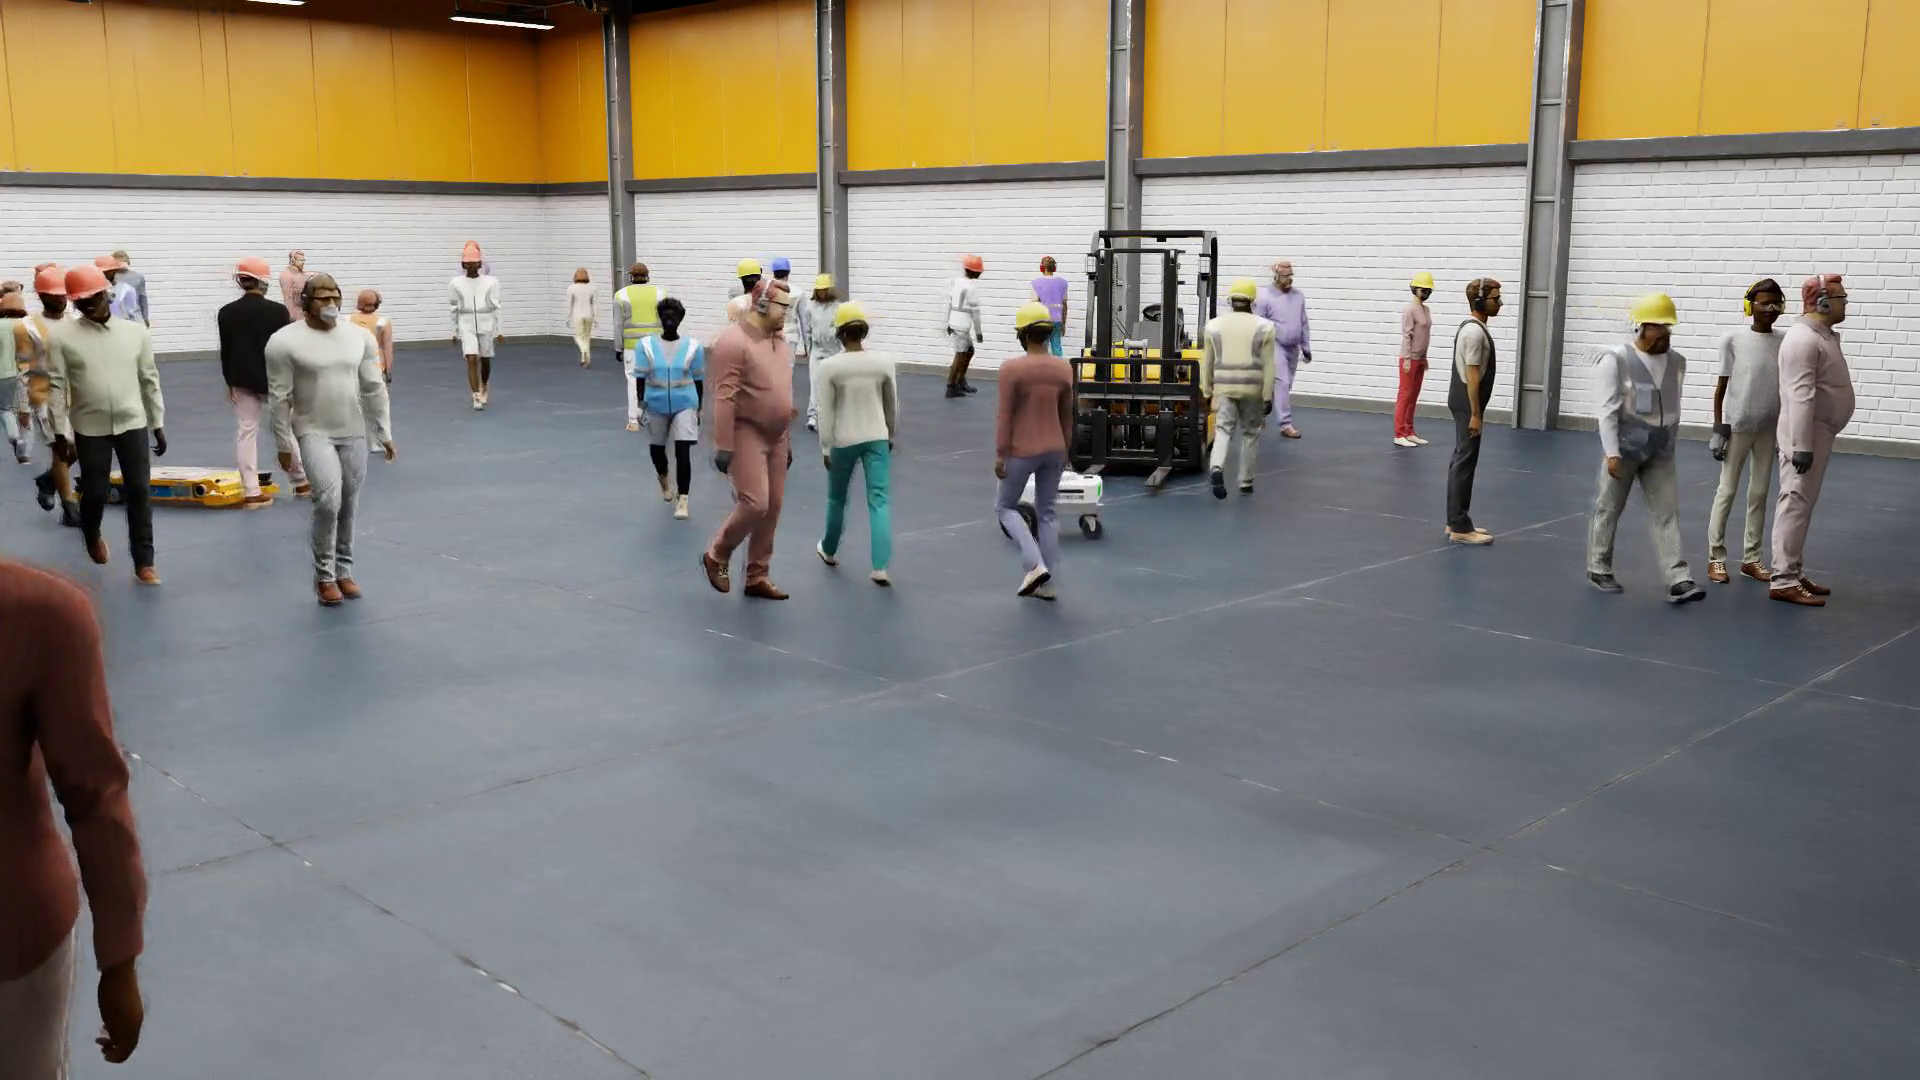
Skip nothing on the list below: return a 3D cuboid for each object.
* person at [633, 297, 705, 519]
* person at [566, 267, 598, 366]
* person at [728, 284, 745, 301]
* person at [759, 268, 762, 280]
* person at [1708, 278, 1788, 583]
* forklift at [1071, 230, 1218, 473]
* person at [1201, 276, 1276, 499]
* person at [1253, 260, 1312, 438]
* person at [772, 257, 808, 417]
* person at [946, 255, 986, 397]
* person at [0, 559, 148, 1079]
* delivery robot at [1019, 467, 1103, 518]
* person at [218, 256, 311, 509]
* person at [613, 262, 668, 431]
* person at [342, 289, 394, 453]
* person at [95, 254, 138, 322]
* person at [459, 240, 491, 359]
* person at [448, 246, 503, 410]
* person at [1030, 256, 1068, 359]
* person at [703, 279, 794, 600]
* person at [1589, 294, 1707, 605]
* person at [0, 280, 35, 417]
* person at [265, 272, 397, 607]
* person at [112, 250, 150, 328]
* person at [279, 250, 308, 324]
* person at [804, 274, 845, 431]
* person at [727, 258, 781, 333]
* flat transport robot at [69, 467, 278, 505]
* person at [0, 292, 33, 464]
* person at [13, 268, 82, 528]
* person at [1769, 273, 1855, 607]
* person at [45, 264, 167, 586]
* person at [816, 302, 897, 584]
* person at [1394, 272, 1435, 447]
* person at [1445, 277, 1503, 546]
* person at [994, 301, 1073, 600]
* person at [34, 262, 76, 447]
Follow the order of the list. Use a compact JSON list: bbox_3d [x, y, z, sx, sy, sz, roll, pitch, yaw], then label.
[{"bbox_3d":[-2.207,-1.025,12.728,0.531,1.673,0.718,-1,10,-5],"label":"person"},{"bbox_3d":[-6.098,-3.602,26.933,0.511,1.614,0.625,-6,12,-28],"label":"person"},{"bbox_3d":[-2.437,-2.327,19.304,0.535,1.868,0.309,-3,11,-17],"label":"person"},{"bbox_3d":[-2.932,-3.102,23.988,0.540,1.698,0.317,-3,11,-15],"label":"person"},{"bbox_3d":[4.880,-0.664,10.231,0.509,1.872,0.329,0,10,-2],"label":"person"},{"bbox_3d":[1.804,-1.825,15.677,1.214,2.155,2.313,2,11,13],"label":"forklift"},{"bbox_3d":[2.233,-1.214,13.399,0.599,1.811,0.746,4,11,20],"label":"person"},{"bbox_3d":[3.381,-2.048,17.787,0.670,1.872,0.878,-6,12,-32],"label":"person"},{"bbox_3d":[-2.044,-2.290,19.072,0.630,1.889,1.012,2,11,12],"label":"person"},{"bbox_3d":[0.074,-2.809,21.915,0.578,1.877,0.640,-4,11,-21],"label":"person"},{"bbox_3d":[-1.666,0.677,2.684,0.643,1.956,0.846,-4,11,-19],"label":"person"},{"bbox_3d":[0.655,-0.342,11.806,0.707,0.478,0.477,0,10,0],"label":"delivery robot"},{"bbox_3d":[-5.502,-1.262,13.228,0.652,1.957,0.942,1,10,5],"label":"person"},{"bbox_3d":[-3.473,-2.108,18.202,0.623,1.839,0.429,-3,11,-18],"label":"person"},{"bbox_3d":[-5.804,-1.634,16.217,0.533,1.612,0.555,0,10,-2],"label":"person"},{"bbox_3d":[-9.907,-2.393,19.540,0.553,1.921,0.667,-1,10,-7],"label":"person"},{"bbox_3d":[-8.368,-4.132,28.671,0.376,2.044,0.607,8,13,37],"label":"person"},{"bbox_3d":[-5.995,-2.635,20.611,0.618,2.011,0.957,-3,11,-18],"label":"person"},{"bbox_3d":[1.216,-2.956,22.792,0.566,1.846,0.389,-5,12,-25],"label":"person"},{"bbox_3d":[-1.199,-0.581,9.745,0.462,1.881,0.675,6,12,30],"label":"person"},{"bbox_3d":[3.992,-0.517,9.647,0.599,1.788,0.909,-2,11,-10],"label":"person"},{"bbox_3d":[-10.978,-2.220,19.418,0.820,1.598,0.528,-1,10,-3],"label":"person"},{"bbox_3d":[-3.609,-0.573,9.615,0.625,1.919,0.642,10,14,43],"label":"person"},{"bbox_3d":[-12.012,-3.201,23.896,0.622,1.923,0.631,9,14,40],"label":"person"},{"bbox_3d":[-10.027,-3.437,25.261,0.410,1.906,0.642,1,10,3],"label":"person"},{"bbox_3d":[-1.466,-2.025,18.115,0.493,1.703,0.877,0,10,2],"label":"person"},{"bbox_3d":[-1.891,-1.607,15.225,0.384,1.923,0.590,10,14,44],"label":"person"},{"bbox_3d":[-6.338,-0.447,13.413,1.431,0.197,0.652,2,11,12],"label":"flat transport robot"},{"bbox_3d":[-8.744,-1.486,15.426,0.541,1.605,0.525,-8,13,-38],"label":"person"},{"bbox_3d":[-6.727,-1.059,12.316,0.786,1.912,0.554,7,13,34],"label":"person"},{"bbox_3d":[4.965,-0.586,9.691,0.409,1.913,0.651,7,12,32],"label":"person"},{"bbox_3d":[-5.254,-0.706,10.215,0.641,1.964,0.701,-9,14,-39],"label":"person"},{"bbox_3d":[-0.647,-0.616,10.396,0.543,1.720,0.918,-3,11,-17],"label":"person"},{"bbox_3d":[4.635,-1.832,16.890,0.329,1.765,0.526,8,13,37],"label":"person"},{"bbox_3d":[3.568,-0.895,11.558,0.351,1.846,0.506,3,11,14],"label":"person"},{"bbox_3d":[0.428,-0.510,9.713,0.539,1.750,0.364,-6,12,-30],"label":"person"},{"bbox_3d":[-9.059,-1.892,16.954,0.599,1.865,0.621,-9,14,-41],"label":"person"}]
